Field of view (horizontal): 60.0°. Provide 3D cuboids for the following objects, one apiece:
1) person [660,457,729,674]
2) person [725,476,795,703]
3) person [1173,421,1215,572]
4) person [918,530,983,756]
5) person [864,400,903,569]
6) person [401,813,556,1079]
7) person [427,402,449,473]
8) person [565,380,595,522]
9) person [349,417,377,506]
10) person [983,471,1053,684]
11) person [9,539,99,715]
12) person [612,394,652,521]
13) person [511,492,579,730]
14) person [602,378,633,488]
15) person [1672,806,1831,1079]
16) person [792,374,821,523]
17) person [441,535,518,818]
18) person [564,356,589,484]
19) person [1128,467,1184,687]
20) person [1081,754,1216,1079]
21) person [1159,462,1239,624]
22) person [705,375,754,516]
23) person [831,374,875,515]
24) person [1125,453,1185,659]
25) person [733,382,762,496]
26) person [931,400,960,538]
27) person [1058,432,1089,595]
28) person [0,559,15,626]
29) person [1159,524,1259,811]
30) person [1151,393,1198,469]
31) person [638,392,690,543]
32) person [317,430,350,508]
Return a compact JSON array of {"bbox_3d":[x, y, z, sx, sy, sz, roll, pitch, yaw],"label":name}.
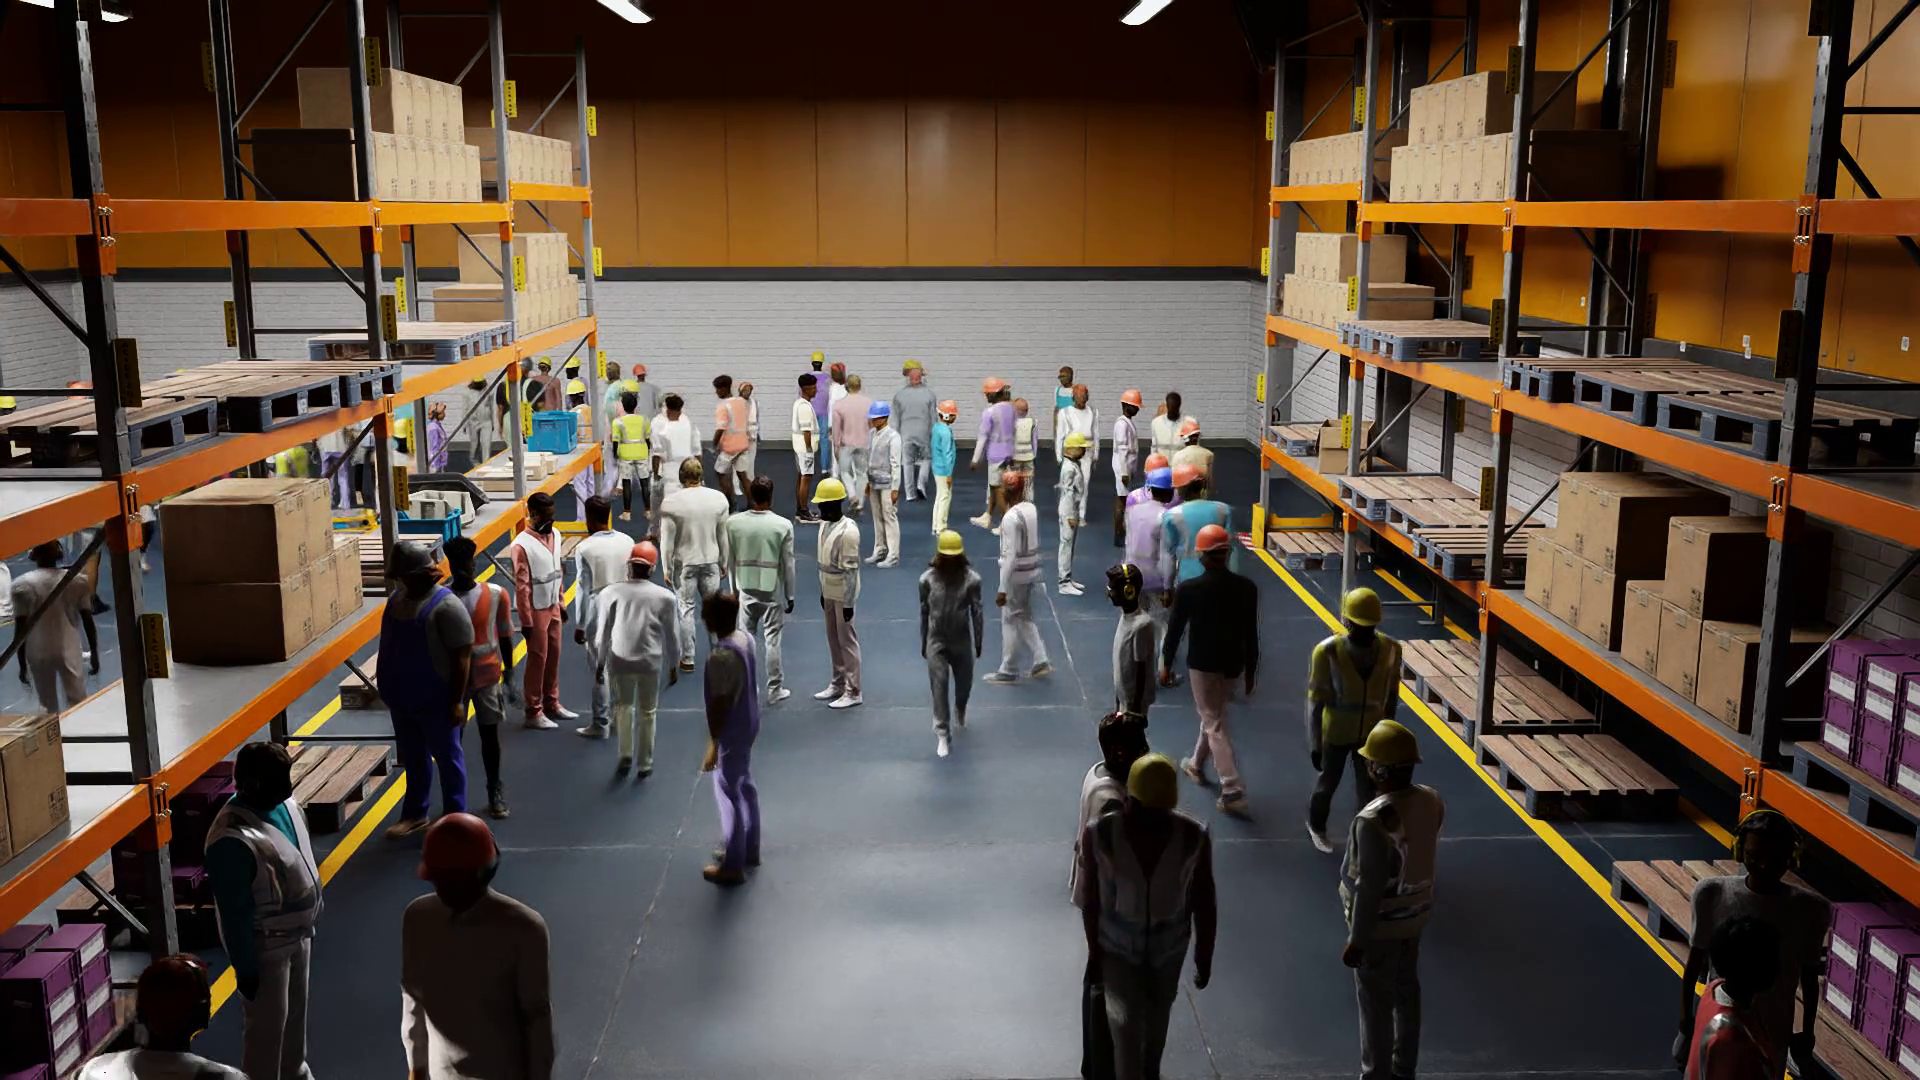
[{"bbox_3d":[-2.354,0.223,14.813,0.635,1.932,0.363,-6,13,-26],"label":"person"},{"bbox_3d":[-1.659,0.418,13.879,0.585,1.911,0.392,2,12,11],"label":"person"},{"bbox_3d":[2.598,-0.481,18.807,0.573,1.739,0.357,-7,13,-31],"label":"person"},{"bbox_3d":[-0.074,0.742,12.732,0.491,1.723,0.643,0,11,-2],"label":"person"},{"bbox_3d":[-0.893,-0.644,19.124,0.414,1.940,0.611,-8,14,-34],"label":"person"},{"bbox_3d":[-1.767,1.933,6.088,0.617,1.984,0.408,4,12,17],"label":"person"},{"bbox_3d":[-6.760,-0.969,21.526,0.319,1.631,0.524,-3,12,-15],"label":"person"},{"bbox_3d":[-4.897,-1.104,21.496,0.400,1.915,0.591,4,12,19],"label":"person"},{"bbox_3d":[-8.273,-1.338,23.202,0.529,1.697,0.321,-9,15,-39],"label":"person"},{"bbox_3d":[0.506,0.334,14.382,0.560,1.877,0.644,5,12,22],"label":"person"},{"bbox_3d":[-6.486,0.848,11.935,0.523,1.825,0.660,-6,13,-26],"label":"person"},{"bbox_3d":[-4.333,-1.090,22.002,0.547,1.690,0.322,-6,13,-26],"label":"person"},{"bbox_3d":[-3.330,0.554,13.198,0.402,1.908,0.598,3,12,15],"label":"person"},{"bbox_3d":[-5.106,-1.661,24.529,0.558,1.819,0.686,1,11,3],"label":"person"},{"bbox_3d":[3.031,1.925,6.410,0.513,1.872,0.328,4,12,17],"label":"person"},{"bbox_3d":[-2.020,-1.213,21.902,0.361,1.963,0.613,-3,12,-14],"label":"person"},{"bbox_3d":[-3.305,0.924,11.186,0.618,1.963,0.361,-5,12,-22],"label":"person"},{"bbox_3d":[-5.751,-1.793,24.911,0.381,1.924,0.594,2,11,8],"label":"person"},{"bbox_3d":[1.696,0.330,14.275,0.632,1.921,0.642,-8,14,-36],"label":"person"},{"bbox_3d":[0.832,1.769,7.430,0.598,1.785,0.910,0,11,1],"label":"person"},{"bbox_3d":[2.004,0.351,13.997,0.640,1.986,0.657,-2,12,-11],"label":"person"},{"bbox_3d":[-3.042,-1.229,22.123,0.556,1.916,0.645,6,13,26],"label":"person"},{"bbox_3d":[-1.404,-1.262,22.273,0.645,1.927,0.540,-3,12,-16],"label":"person"},{"bbox_3d":[1.788,0.149,15.186,0.550,1.925,0.393,-1,11,-3],"label":"person"},{"bbox_3d":[-3.092,-1.466,23.996,0.523,1.638,0.310,-11,15,-43],"label":"person"},{"bbox_3d":[-0.176,-0.888,20.852,0.354,1.737,0.574,-3,12,-13],"label":"person"},{"bbox_3d":[1.217,-0.295,17.858,0.308,1.744,0.485,2,11,10],"label":"person"},{"bbox_3d":[-9.605,-0.085,16.472,0.339,1.878,0.573,-8,14,-34],"label":"person"},{"bbox_3d":[1.765,0.866,11.554,0.628,1.948,1.038,-3,12,-17],"label":"person"},{"bbox_3d":[2.687,-0.922,20.787,0.605,1.875,0.983,2,12,12],"label":"person"},{"bbox_3d":[-3.548,-0.879,20.390,0.629,1.902,0.654,8,14,36],"label":"person"},{"bbox_3d":[-8.684,-1.317,22.984,0.484,1.744,0.295,4,12,18],"label":"person"}]
